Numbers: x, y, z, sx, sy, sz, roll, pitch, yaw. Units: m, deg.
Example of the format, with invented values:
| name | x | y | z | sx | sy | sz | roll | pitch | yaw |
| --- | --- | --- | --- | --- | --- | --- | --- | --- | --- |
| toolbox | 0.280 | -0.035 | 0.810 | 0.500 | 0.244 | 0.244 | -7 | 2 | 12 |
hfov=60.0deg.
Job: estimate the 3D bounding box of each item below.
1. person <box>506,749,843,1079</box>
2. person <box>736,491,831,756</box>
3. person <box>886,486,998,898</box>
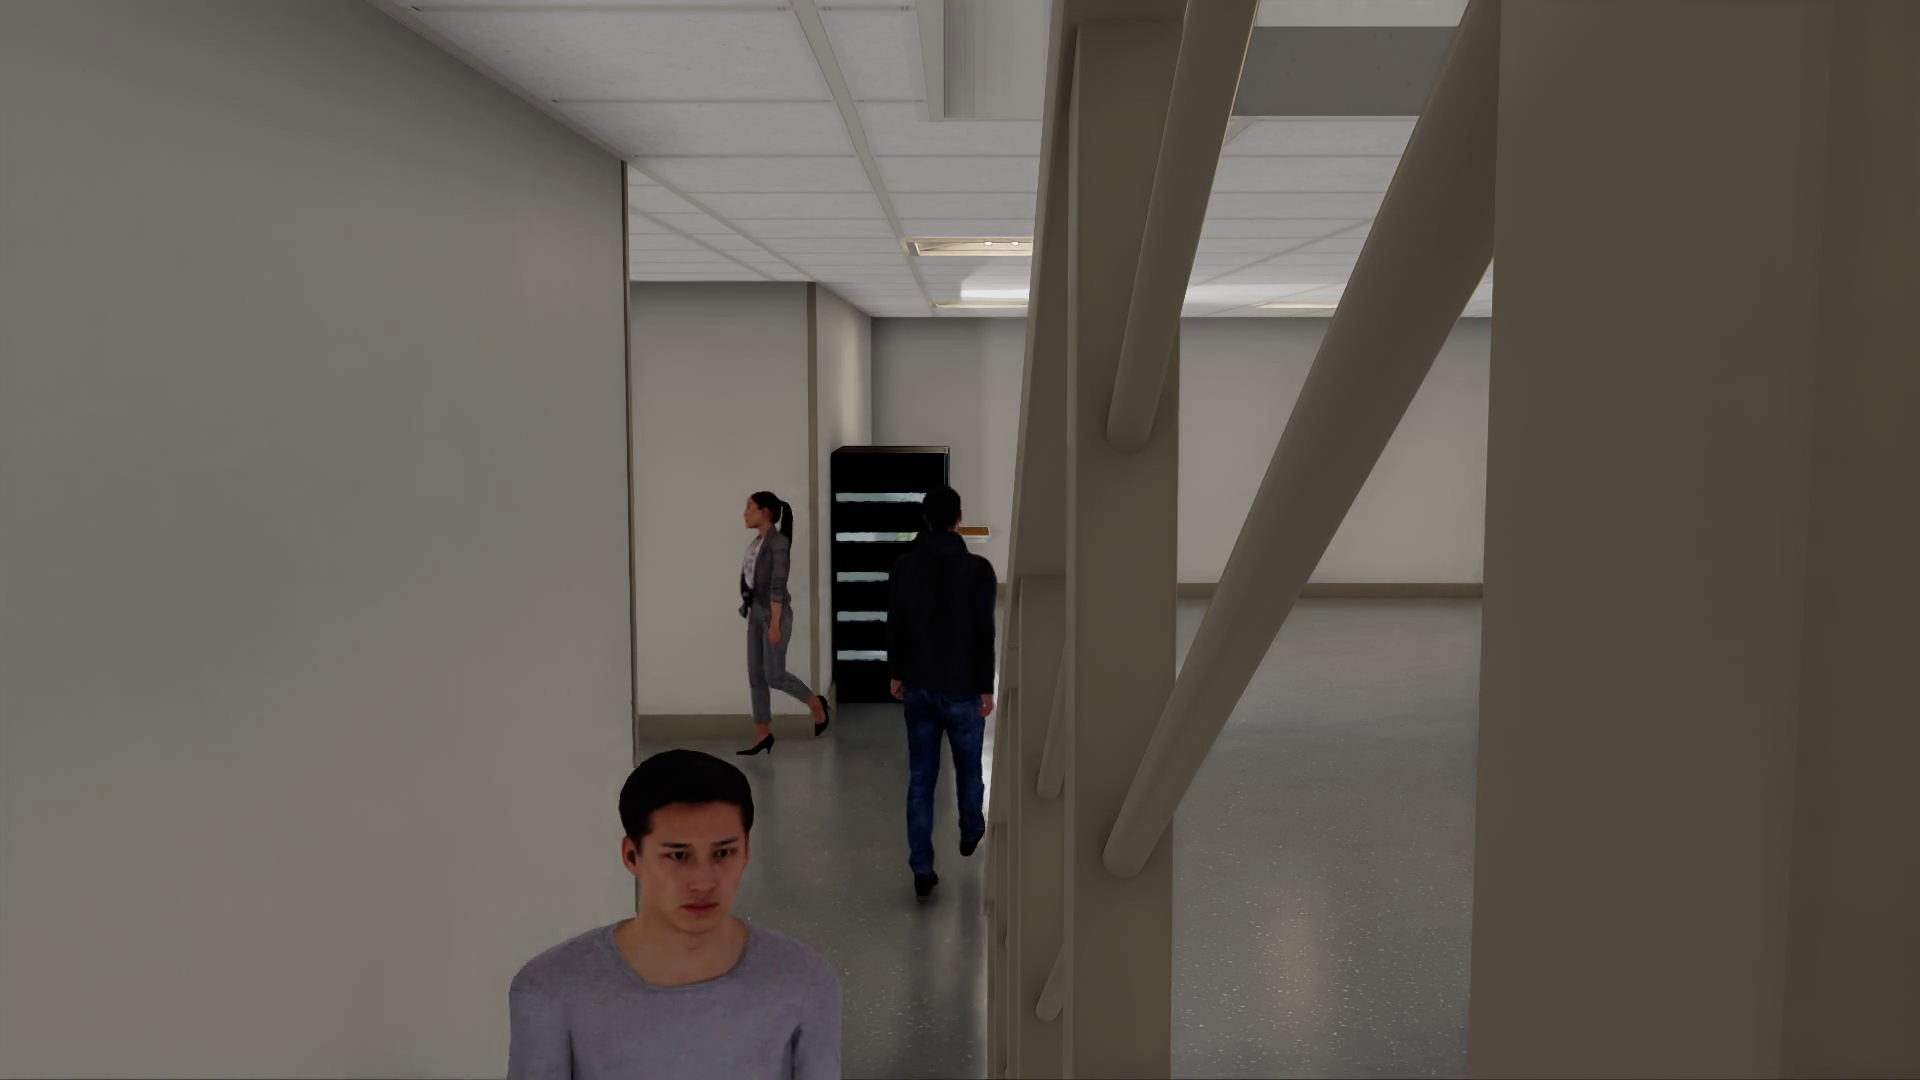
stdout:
| name | x | y | z | sx | sy | sz | roll | pitch | yaw |
| --- | --- | --- | --- | --- | --- | --- | --- | --- | --- |
| person | -0.459 | 1.232 | 2.618 | 0.758 | 1.830 | 1.206 | -1 | 6 | -6 |
| person | -1.110 | 0.535 | 10.432 | 0.926 | 1.653 | 0.924 | -3 | 7 | -30 |
| person | -0.106 | 0.718 | 7.668 | 0.815 | 1.841 | 1.179 | 1 | 6 | 10 |
